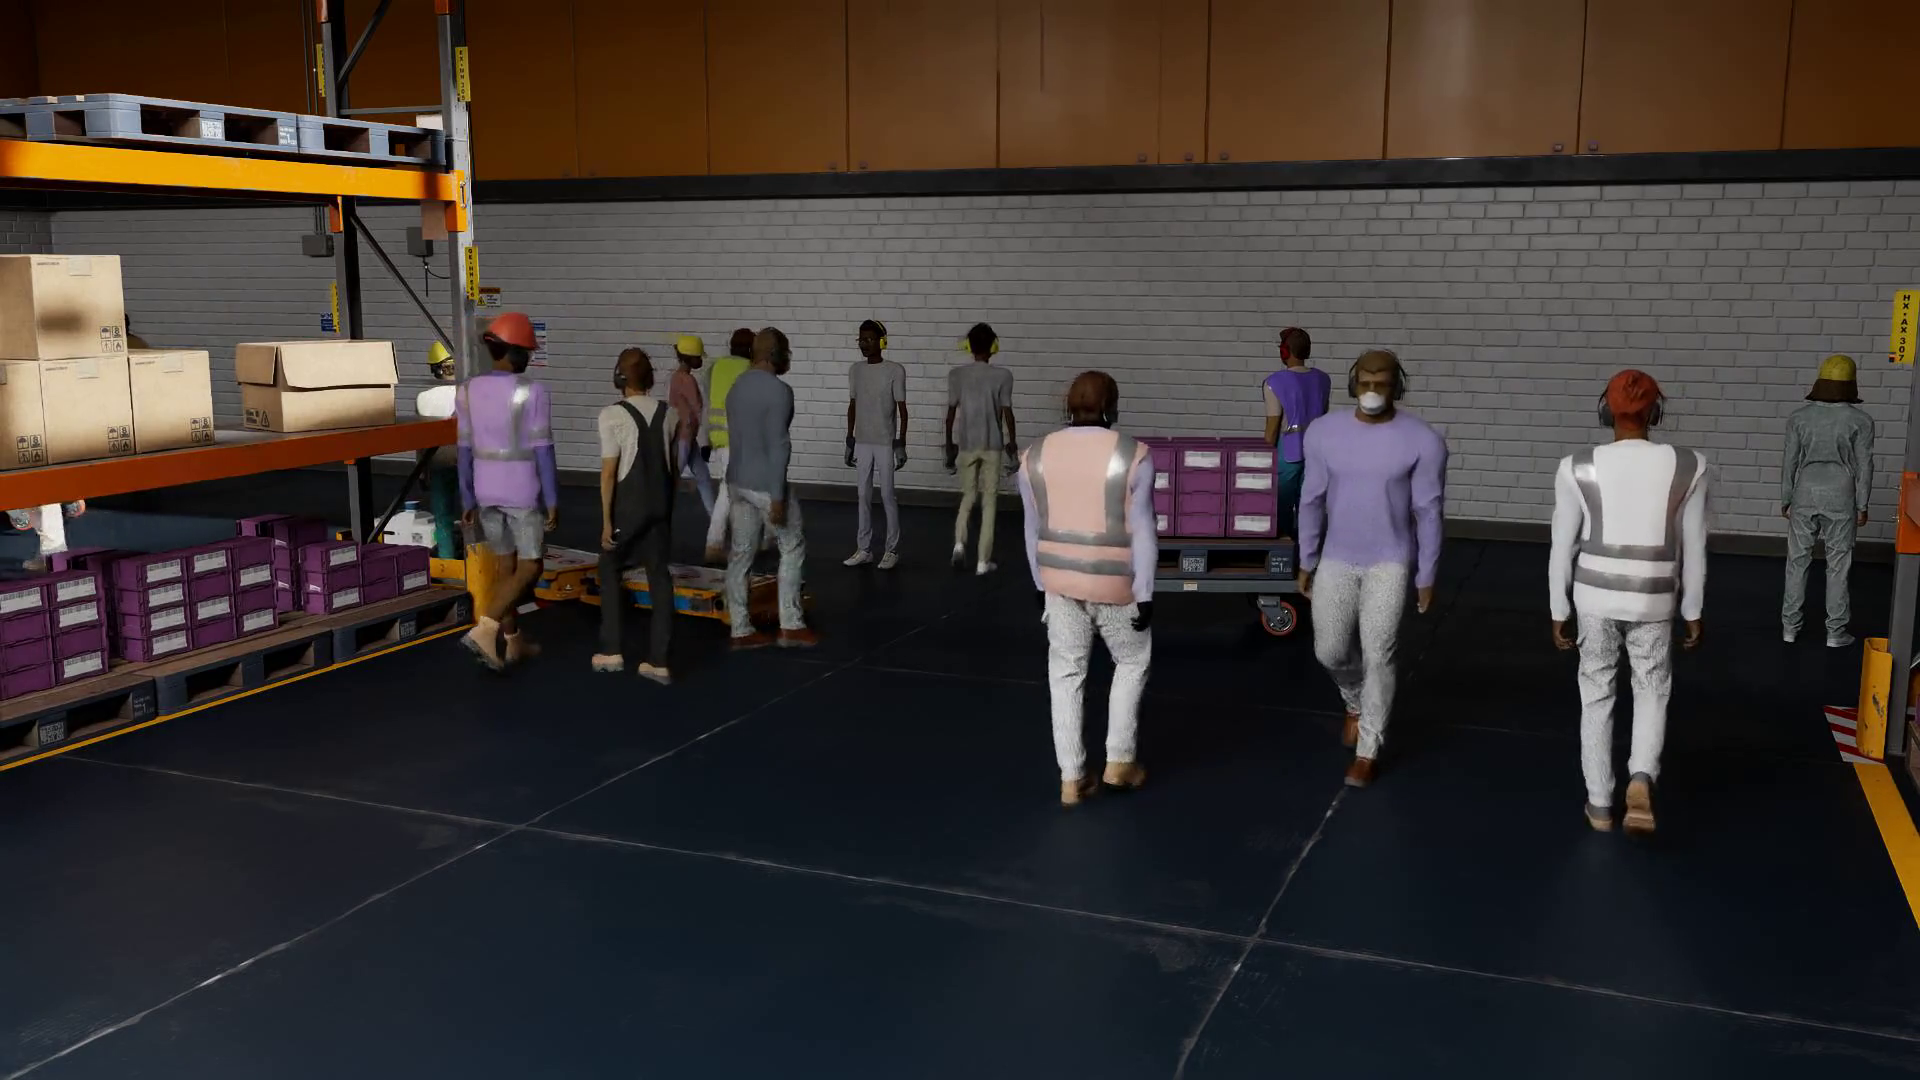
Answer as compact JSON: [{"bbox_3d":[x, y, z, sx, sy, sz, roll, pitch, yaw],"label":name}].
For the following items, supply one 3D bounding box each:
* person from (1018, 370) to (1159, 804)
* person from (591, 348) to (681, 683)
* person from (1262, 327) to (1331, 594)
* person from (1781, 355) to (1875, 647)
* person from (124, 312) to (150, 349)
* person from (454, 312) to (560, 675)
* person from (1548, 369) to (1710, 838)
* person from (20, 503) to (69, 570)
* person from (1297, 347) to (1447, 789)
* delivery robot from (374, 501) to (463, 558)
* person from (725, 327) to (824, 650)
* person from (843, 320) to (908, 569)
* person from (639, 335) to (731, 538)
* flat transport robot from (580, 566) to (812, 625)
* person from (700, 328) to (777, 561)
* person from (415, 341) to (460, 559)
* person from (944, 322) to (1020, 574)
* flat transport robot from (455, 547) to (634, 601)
[{"bbox_3d":[0.591,0.192,7.108,0.643,1.824,0.617,5,10,27],"label":"person"},{"bbox_3d":[-1.808,-0.143,9.170,0.511,1.817,0.730,-7,12,-37],"label":"person"},{"bbox_3d":[2.315,-0.542,11.516,0.571,1.845,0.382,-6,11,-31],"label":"person"},{"bbox_3d":[5.187,-0.235,9.967,0.494,1.743,0.307,8,12,39],"label":"person"},{"bbox_3d":[-8.420,-1.403,16.789,0.484,1.827,0.642,4,10,22],"label":"person"},{"bbox_3d":[-2.535,-0.245,9.197,0.639,2.020,0.710,5,11,28],"label":"person"},{"bbox_3d":[2.617,0.269,6.534,0.599,1.871,0.597,3,10,17],"label":"person"},{"bbox_3d":[-6.906,-0.744,12.330,0.474,1.977,0.655,-8,12,-41],"label":"person"},{"bbox_3d":[1.818,0.105,7.354,0.640,1.923,0.549,5,11,28],"label":"person"},{"bbox_3d":[-3.970,-0.041,12.098,0.707,0.478,0.477,4,10,24],"label":"delivery robot"},{"bbox_3d":[-1.126,-0.294,9.865,0.666,1.912,0.637,-8,13,-42],"label":"person"},{"bbox_3d":[-0.639,-0.712,12.488,0.538,1.864,0.313,5,11,27],"label":"person"},{"bbox_3d":[-2.265,-0.844,13.776,0.935,1.705,0.511,-3,10,-16],"label":"person"},{"bbox_3d":[-1.744,0.340,10.932,1.431,0.197,0.652,6,11,31],"label":"flat transport robot"},{"bbox_3d":[-1.693,-0.749,12.960,0.641,1.778,0.947,8,12,40],"label":"person"},{"bbox_3d":[-3.519,-0.499,11.535,0.531,1.762,0.348,-8,12,-39],"label":"person"},{"bbox_3d":[0.169,-0.663,12.221,0.533,1.852,0.389,3,10,20],"label":"person"},{"bbox_3d":[-2.959,0.206,11.744,1.431,0.197,0.652,9,13,42],"label":"flat transport robot"}]
